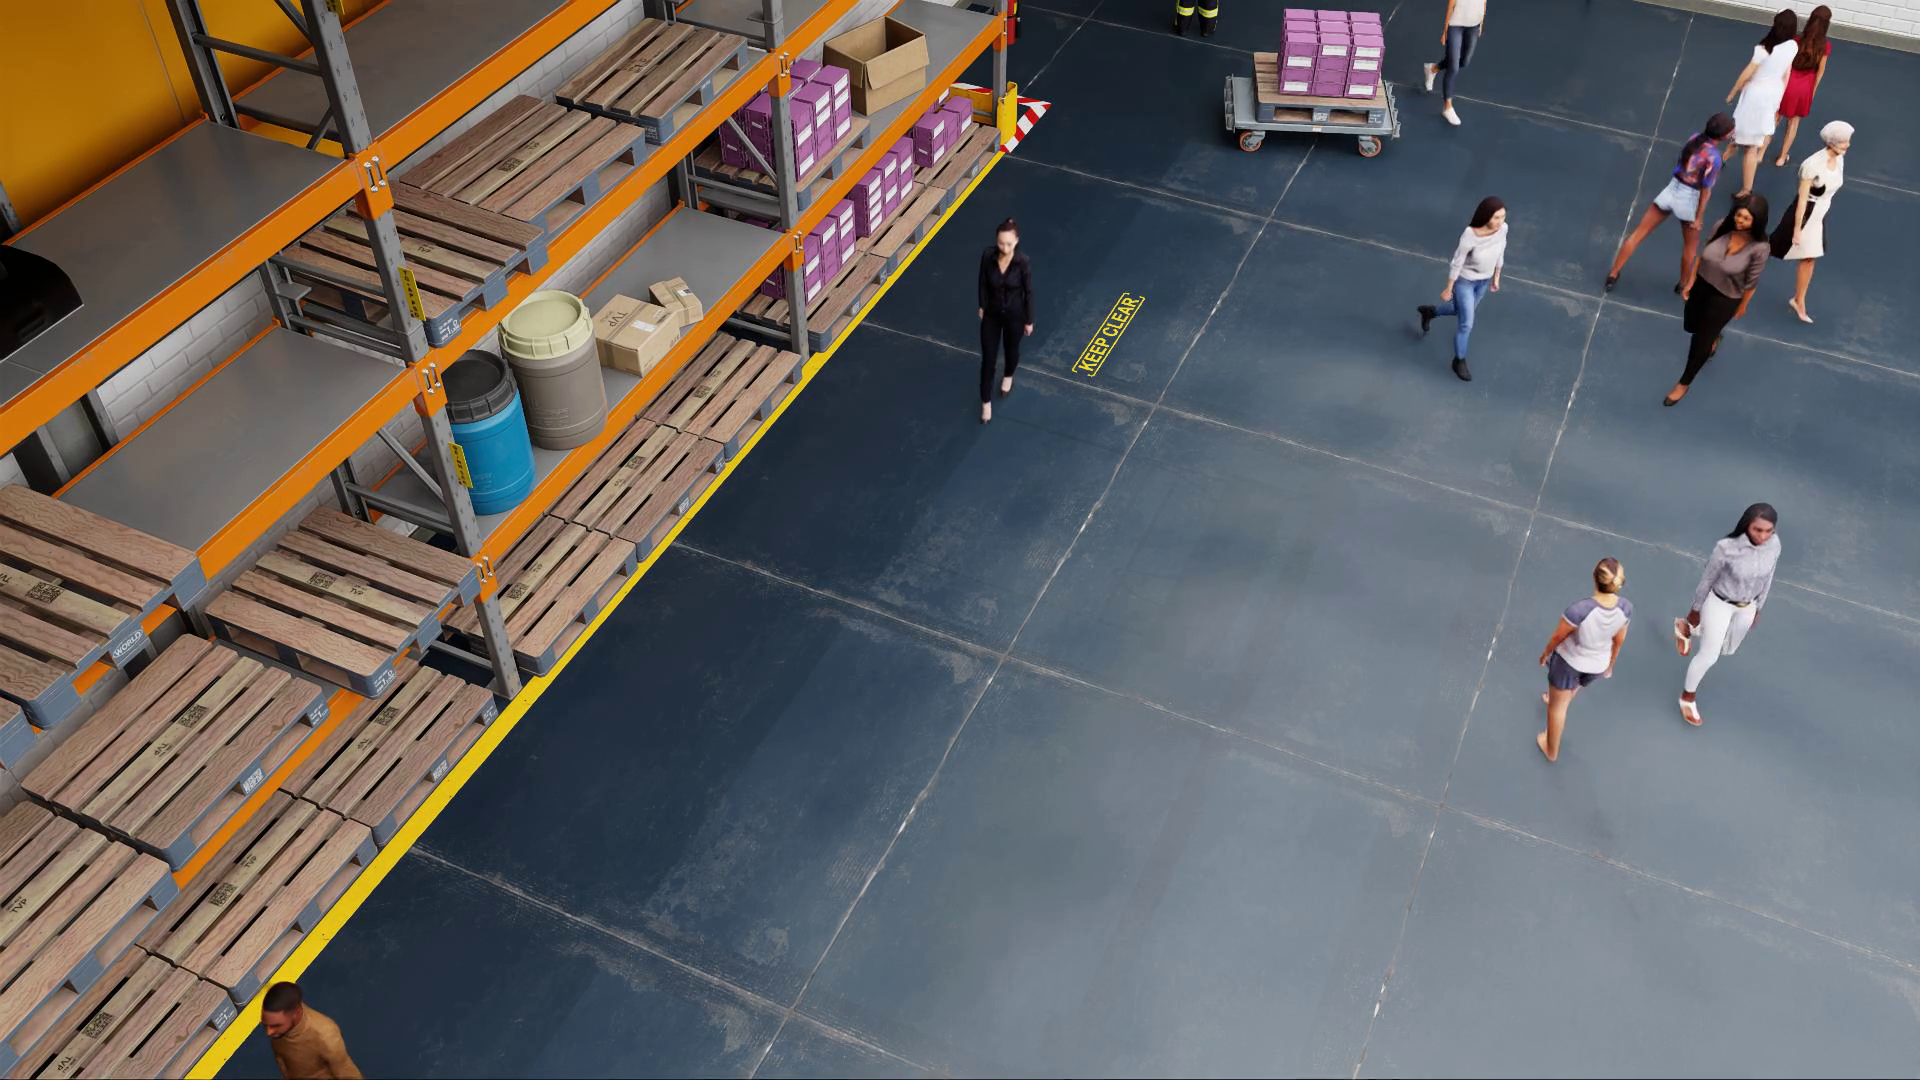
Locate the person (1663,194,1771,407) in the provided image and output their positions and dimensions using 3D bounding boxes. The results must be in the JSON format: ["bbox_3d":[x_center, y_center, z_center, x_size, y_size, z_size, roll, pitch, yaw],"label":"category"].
[{"bbox_3d":[5.897,-1.919,12.907,1.175,1.813,0.986,-25,49,-24],"label":"person"}]

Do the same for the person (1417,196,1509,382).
[{"bbox_3d":[3.994,-2.077,13.224,1.041,1.603,1.041,-22,48,-21],"label":"person"}]

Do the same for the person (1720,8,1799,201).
[{"bbox_3d":[7.214,-3.827,14.930,1.024,1.784,1.108,-13,45,-13],"label":"person"}]

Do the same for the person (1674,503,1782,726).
[{"bbox_3d":[4.837,0.381,10.572,0.873,1.702,1.028,-3,44,-3],"label":"person"}]

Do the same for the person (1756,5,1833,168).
[{"bbox_3d":[7.799,-4.237,15.528,0.559,1.552,0.616,14,45,14],"label":"person"}]

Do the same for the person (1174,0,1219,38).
[{"bbox_3d":[2.527,-6.226,17.304,0.844,1.983,0.772,5,44,5],"label":"person"}]

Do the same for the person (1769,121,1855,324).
[{"bbox_3d":[6.883,-2.683,13.780,1.103,1.715,1.085,-20,47,-20],"label":"person"}]

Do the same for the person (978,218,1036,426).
[{"bbox_3d":[0.359,-1.749,12.823,0.730,1.682,0.944,9,44,9],"label":"person"}]

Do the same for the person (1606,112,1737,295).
[{"bbox_3d":[5.940,-2.791,13.909,1.126,1.693,1.069,-18,46,-18],"label":"person"}]

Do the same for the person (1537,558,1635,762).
[{"bbox_3d":[3.837,0.791,10.209,0.778,1.609,0.866,-6,44,-6],"label":"person"}]

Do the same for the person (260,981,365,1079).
[{"bbox_3d":[-3.068,2.660,8.099,0.631,1.815,0.537,20,47,19],"label":"person"}]

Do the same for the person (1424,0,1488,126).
[{"bbox_3d":[4.816,-4.995,16.151,1.010,1.791,1.041,-16,46,-16],"label":"person"}]
